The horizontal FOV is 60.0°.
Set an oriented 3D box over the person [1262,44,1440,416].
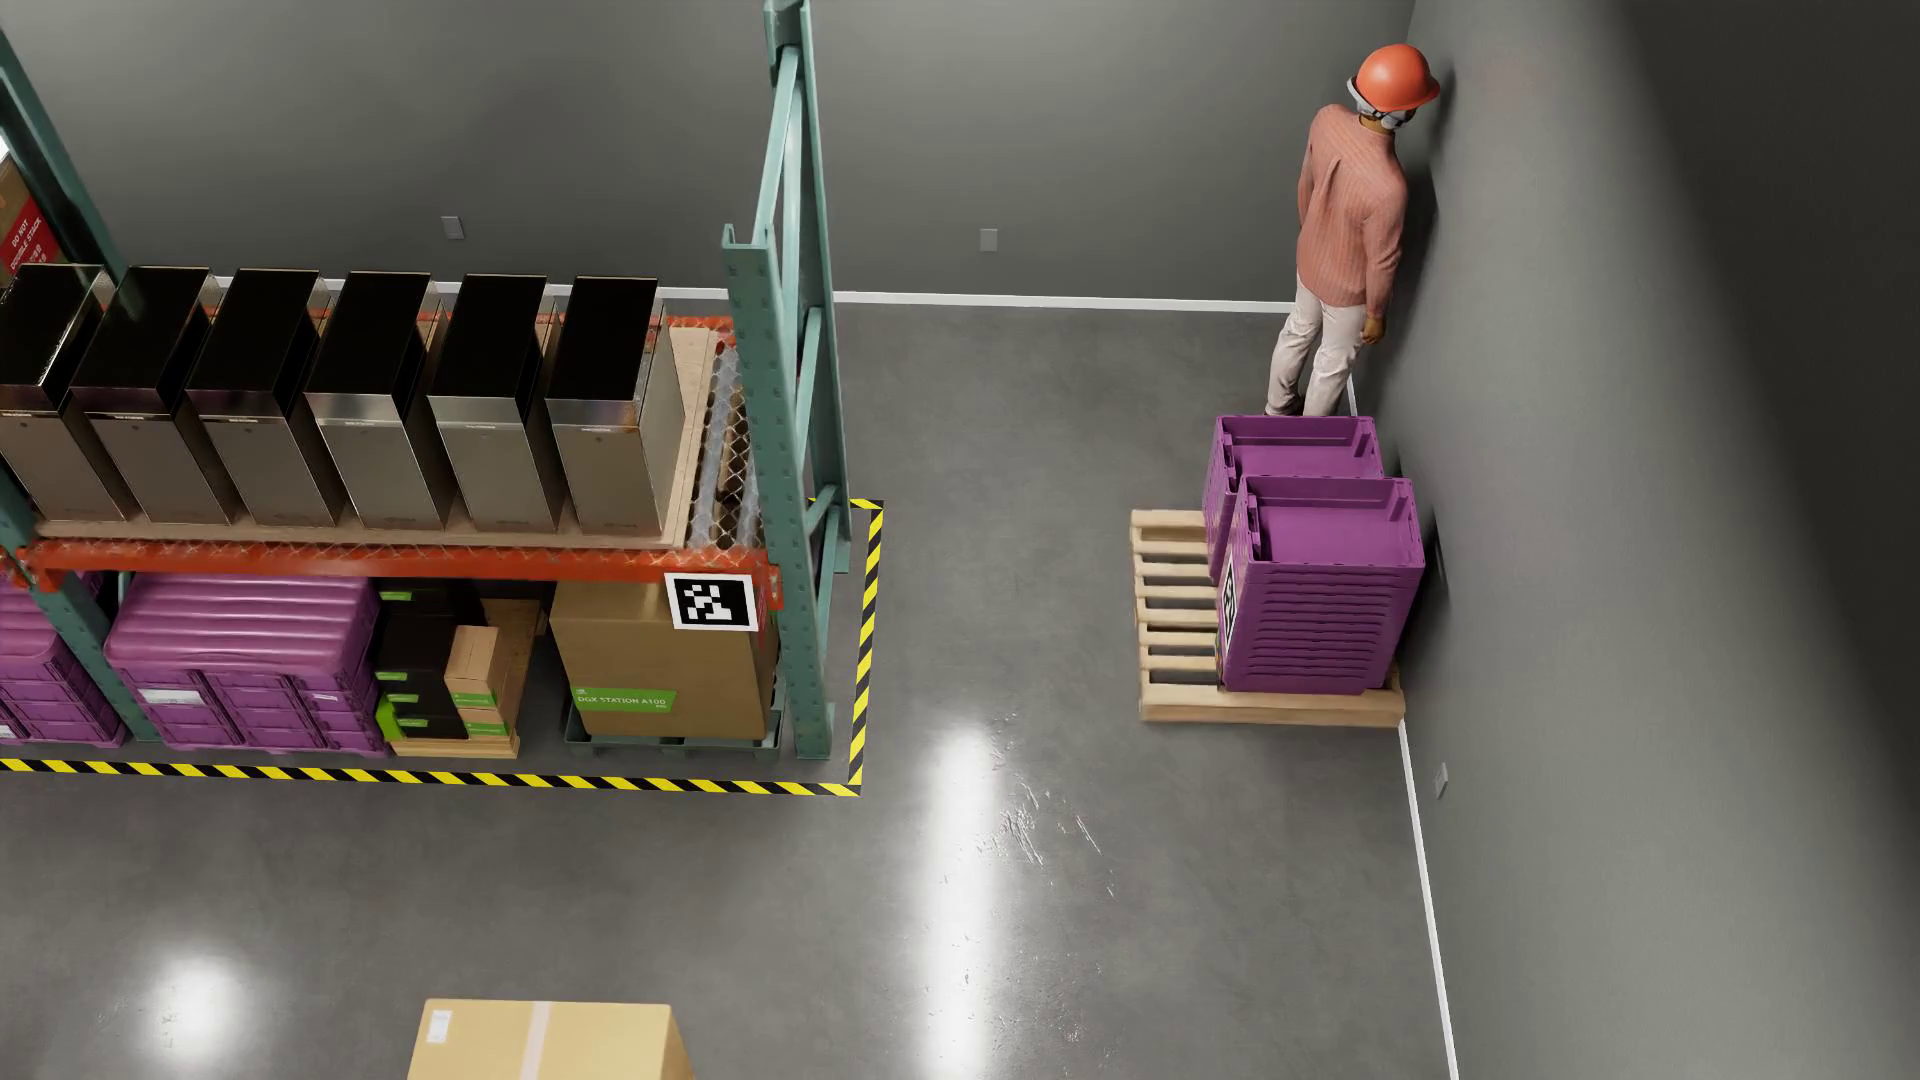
[{"bbox_3d":[1.505,-1.062,6.492,0.378,1.996,0.611,-17,54,-13],"label":"person"}]
